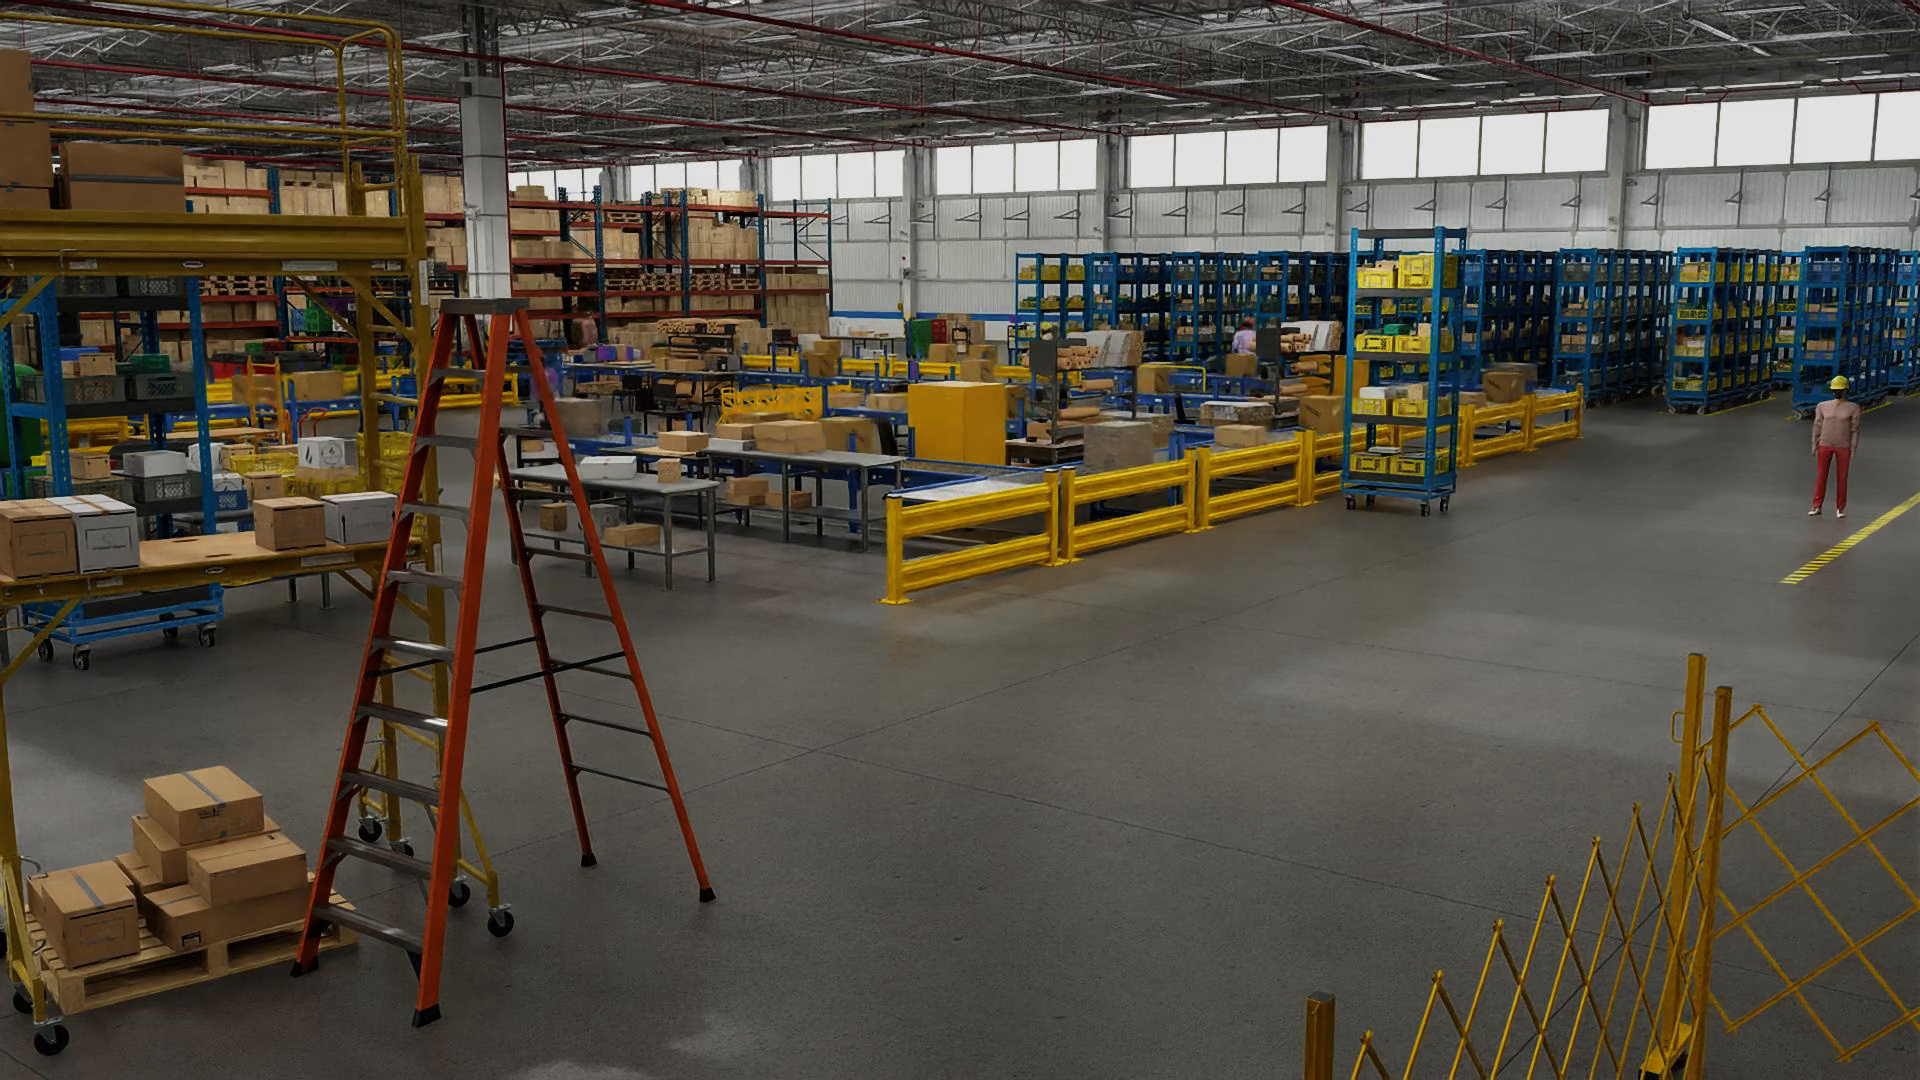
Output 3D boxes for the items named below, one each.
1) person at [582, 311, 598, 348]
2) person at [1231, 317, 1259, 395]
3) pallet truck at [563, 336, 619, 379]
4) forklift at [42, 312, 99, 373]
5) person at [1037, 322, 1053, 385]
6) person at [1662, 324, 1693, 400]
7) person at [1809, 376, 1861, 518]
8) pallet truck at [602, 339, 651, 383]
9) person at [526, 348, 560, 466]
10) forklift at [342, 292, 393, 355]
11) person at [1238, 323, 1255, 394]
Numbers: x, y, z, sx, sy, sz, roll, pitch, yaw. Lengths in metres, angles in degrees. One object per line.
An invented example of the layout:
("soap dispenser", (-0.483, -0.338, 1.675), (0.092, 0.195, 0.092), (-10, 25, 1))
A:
("person", (-11.370, -6.131, 51.355), (0.431, 1.891, 0.676), (-8, 12, -39))
("person", (6.856, -4.404, 40.288), (0.670, 1.982, 1.003), (-3, 10, -19))
("pallet truck", (-10.690, -5.294, 48.215), (1.601, 1.201, 0.680), (-5, 10, -26))
("forklift", (-23.779, -5.451, 44.052), (1.873, 2.768, 1.129), (7, 11, 36))
("person", (2.154, -4.706, 42.765), (0.766, 1.796, 0.618), (3, 10, 21))
("person", (16.951, -4.240, 39.325), (0.628, 1.975, 0.543), (7, 12, 38))
("person", (10.923, -1.164, 20.766), (0.525, 1.769, 0.315), (6, 11, 35))
("pallet truck", (-8.991, -4.871, 45.351), (0.653, 1.274, 1.630), (7, 11, 37))
("person", (-6.518, -2.097, 26.204), (0.565, 1.892, 0.666), (5, 10, 27))
("forklift", (-16.485, -5.622, 45.120), (1.129, 2.768, 1.873), (7, 11, 37))
("person", (7.003, -4.440, 41.019), (0.438, 1.833, 0.569), (6, 11, 33))
